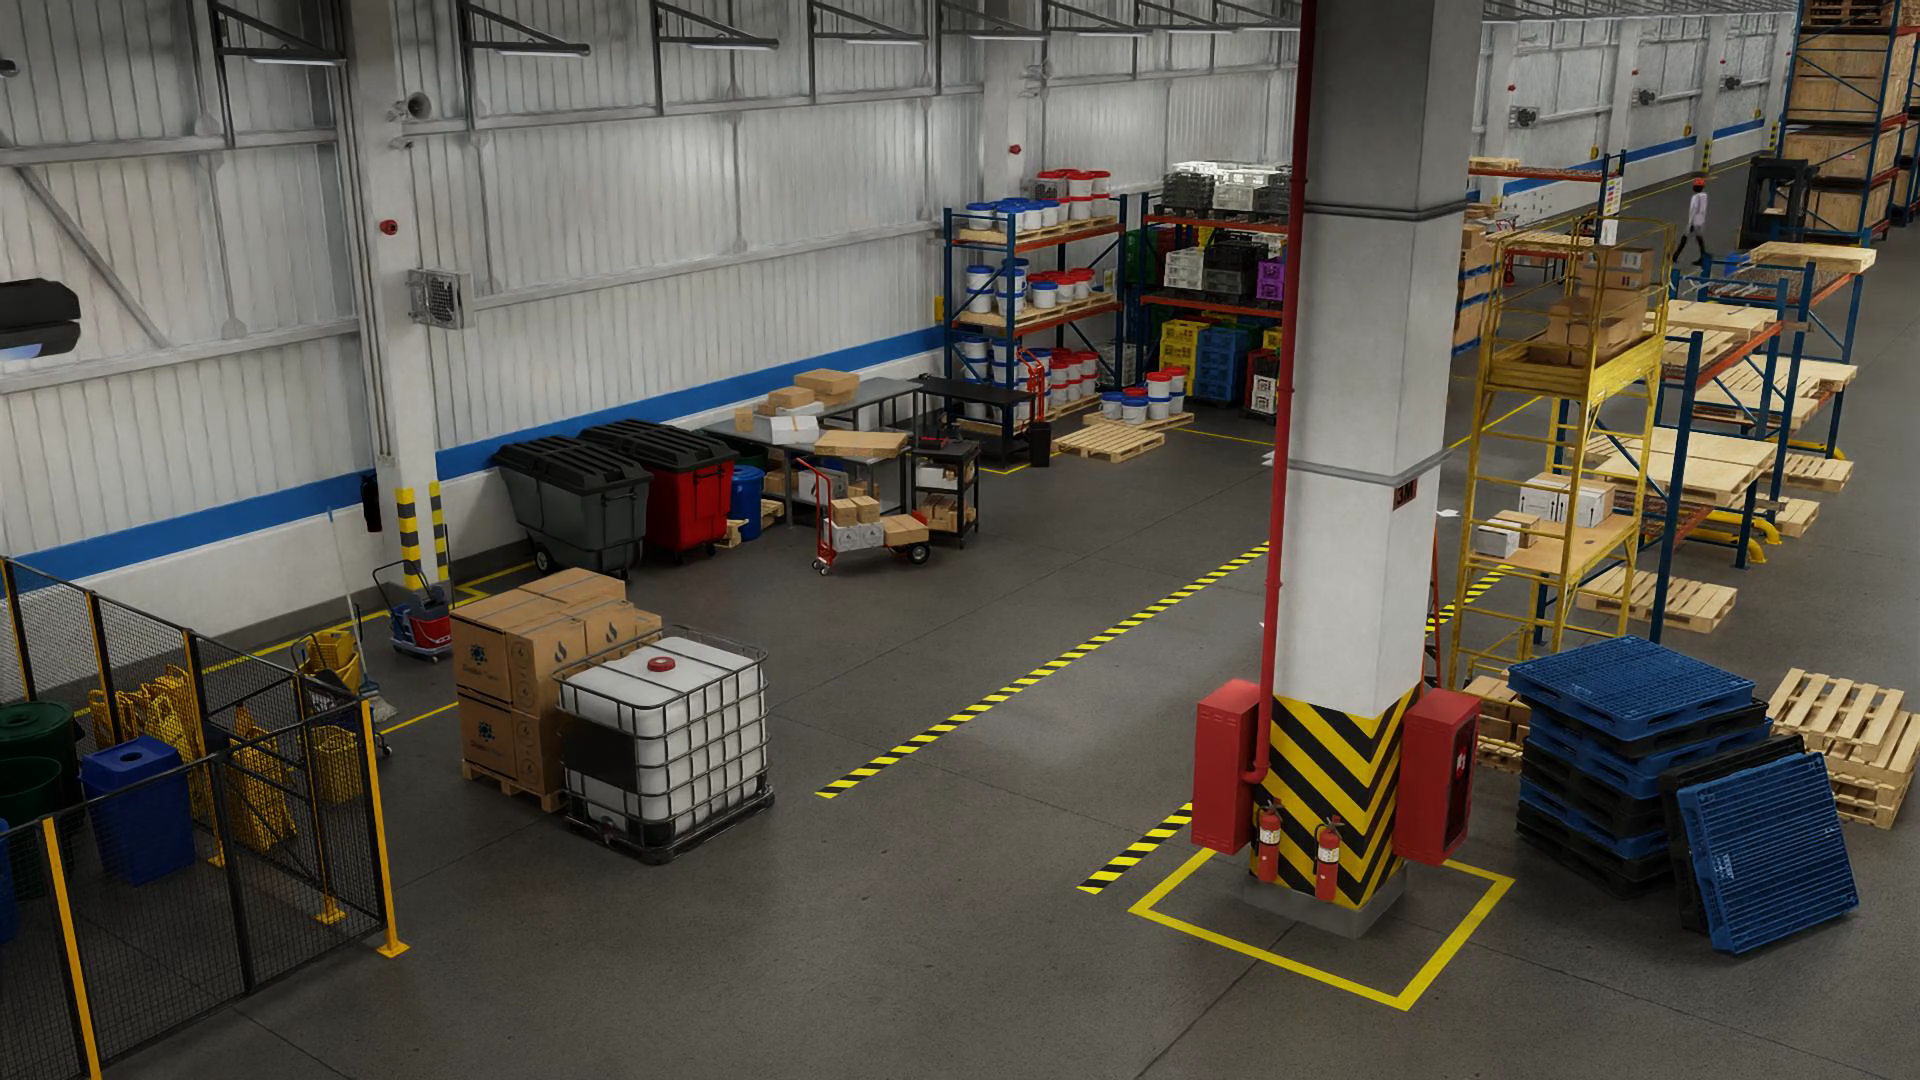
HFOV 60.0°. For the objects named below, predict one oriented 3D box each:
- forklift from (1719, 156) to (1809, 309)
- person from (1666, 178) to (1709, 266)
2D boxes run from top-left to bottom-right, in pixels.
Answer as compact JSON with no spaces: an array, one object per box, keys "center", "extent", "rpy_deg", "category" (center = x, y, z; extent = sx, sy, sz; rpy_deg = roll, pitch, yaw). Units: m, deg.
[{"center":[15.274,-5.811,31.406],"extent":[1.129,2.768,1.873],"rpy_deg":[13,22,34],"category":"forklift"},{"center":[16.141,-7.026,36.680],"extent":[0.572,1.890,0.981],"rpy_deg":[-12,22,-32],"category":"person"}]
